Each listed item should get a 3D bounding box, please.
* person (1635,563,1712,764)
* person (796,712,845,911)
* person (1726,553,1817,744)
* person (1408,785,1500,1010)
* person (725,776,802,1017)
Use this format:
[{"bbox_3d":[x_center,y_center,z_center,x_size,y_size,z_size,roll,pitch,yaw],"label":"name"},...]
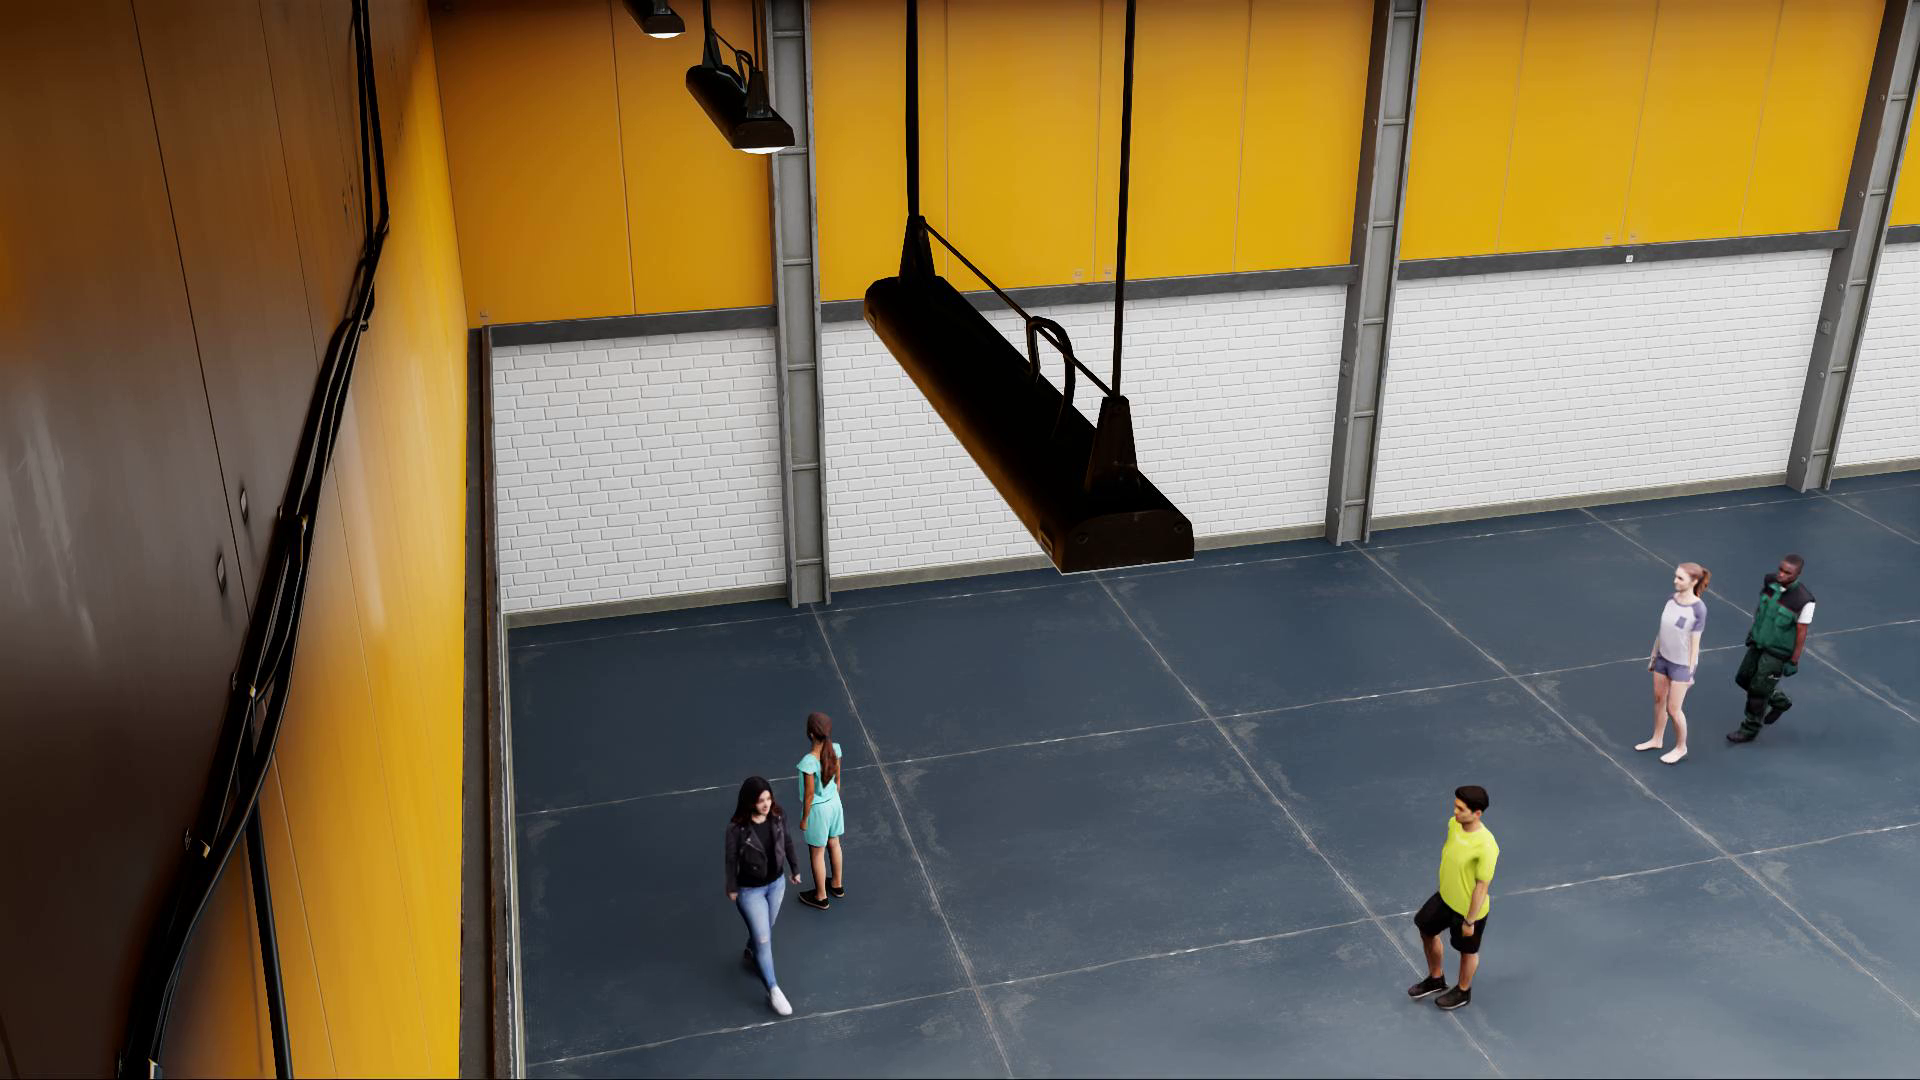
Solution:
[{"bbox_3d":[5.966,1.006,13.780,0.550,1.763,0.600,-7,25,-16],"label":"person"},{"bbox_3d":[-0.993,1.922,11.939,0.708,1.558,0.632,18,29,35],"label":"person"},{"bbox_3d":[6.887,0.905,13.948,0.860,1.813,0.765,-5,24,-11],"label":"person"},{"bbox_3d":[3.346,2.313,10.867,0.655,1.700,0.674,-8,25,-18],"label":"person"},{"bbox_3d":[-1.355,2.272,11.079,1.000,1.607,0.950,-18,29,-35],"label":"person"}]
